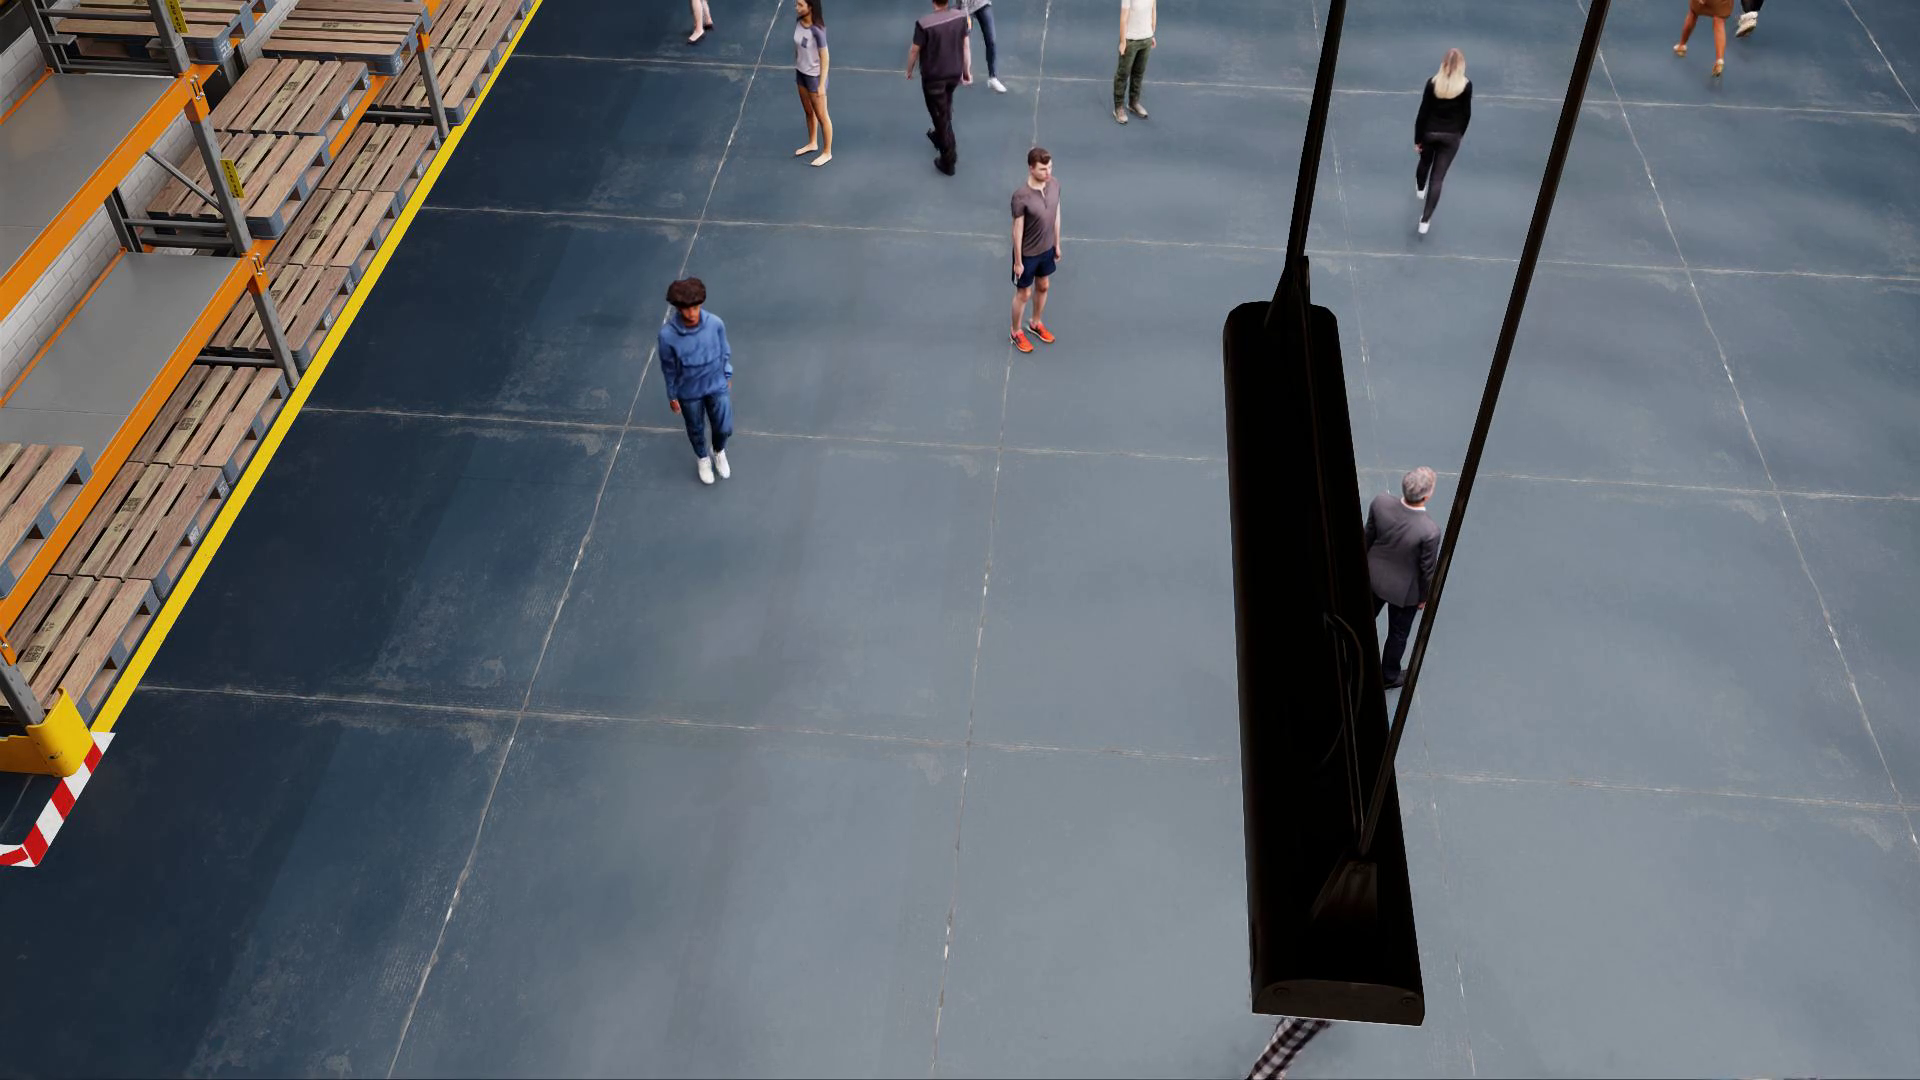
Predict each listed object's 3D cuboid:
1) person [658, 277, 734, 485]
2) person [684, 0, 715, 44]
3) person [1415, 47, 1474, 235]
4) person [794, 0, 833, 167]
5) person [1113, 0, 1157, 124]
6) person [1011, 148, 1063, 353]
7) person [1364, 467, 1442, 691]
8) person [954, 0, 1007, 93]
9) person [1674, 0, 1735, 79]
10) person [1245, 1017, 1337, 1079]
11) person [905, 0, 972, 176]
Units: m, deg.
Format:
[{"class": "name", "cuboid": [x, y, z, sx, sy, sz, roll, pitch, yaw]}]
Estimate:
[{"class": "person", "cuboid": [-1.949, -1.217, 12.312, 0.783, 1.798, 0.763, -14, 45, -14]}, {"class": "person", "cuboid": [-2.819, -6.097, 17.420, 0.702, 1.818, 0.495, -8, 44, -8]}, {"class": "person", "cuboid": [4.283, -3.527, 14.852, 0.797, 1.639, 1.217, 12, 45, 13]}, {"class": "person", "cuboid": [-1.392, -4.376, 15.674, 0.714, 1.734, 0.650, -29, 51, -27]}, {"class": "person", "cuboid": [1.726, -4.926, 16.310, 0.657, 1.654, 0.688, -19, 47, -19]}, {"class": "person", "cuboid": [0.602, -2.370, 13.484, 0.702, 1.851, 0.759, -30, 51, -28]}, {"class": "person", "cuboid": [2.819, 0.236, 10.755, 0.850, 1.842, 0.803, -32, 52, -29]}, {"class": "person", "cuboid": [0.069, -5.406, 16.778, 0.936, 1.704, 1.025, -25, 49, -24]}, {"class": "person", "cuboid": [7.744, -5.522, 16.938, 0.667, 1.650, 1.128, -2, 44, -3]}, {"class": "person", "cuboid": [1.769, 2.313, 8.601, 1.095, 1.805, 1.146, -21, 48, -21]}, {"class": "person", "cuboid": [-0.130, -4.260, 15.492, 1.006, 1.818, 1.100, -24, 48, -23]}]
